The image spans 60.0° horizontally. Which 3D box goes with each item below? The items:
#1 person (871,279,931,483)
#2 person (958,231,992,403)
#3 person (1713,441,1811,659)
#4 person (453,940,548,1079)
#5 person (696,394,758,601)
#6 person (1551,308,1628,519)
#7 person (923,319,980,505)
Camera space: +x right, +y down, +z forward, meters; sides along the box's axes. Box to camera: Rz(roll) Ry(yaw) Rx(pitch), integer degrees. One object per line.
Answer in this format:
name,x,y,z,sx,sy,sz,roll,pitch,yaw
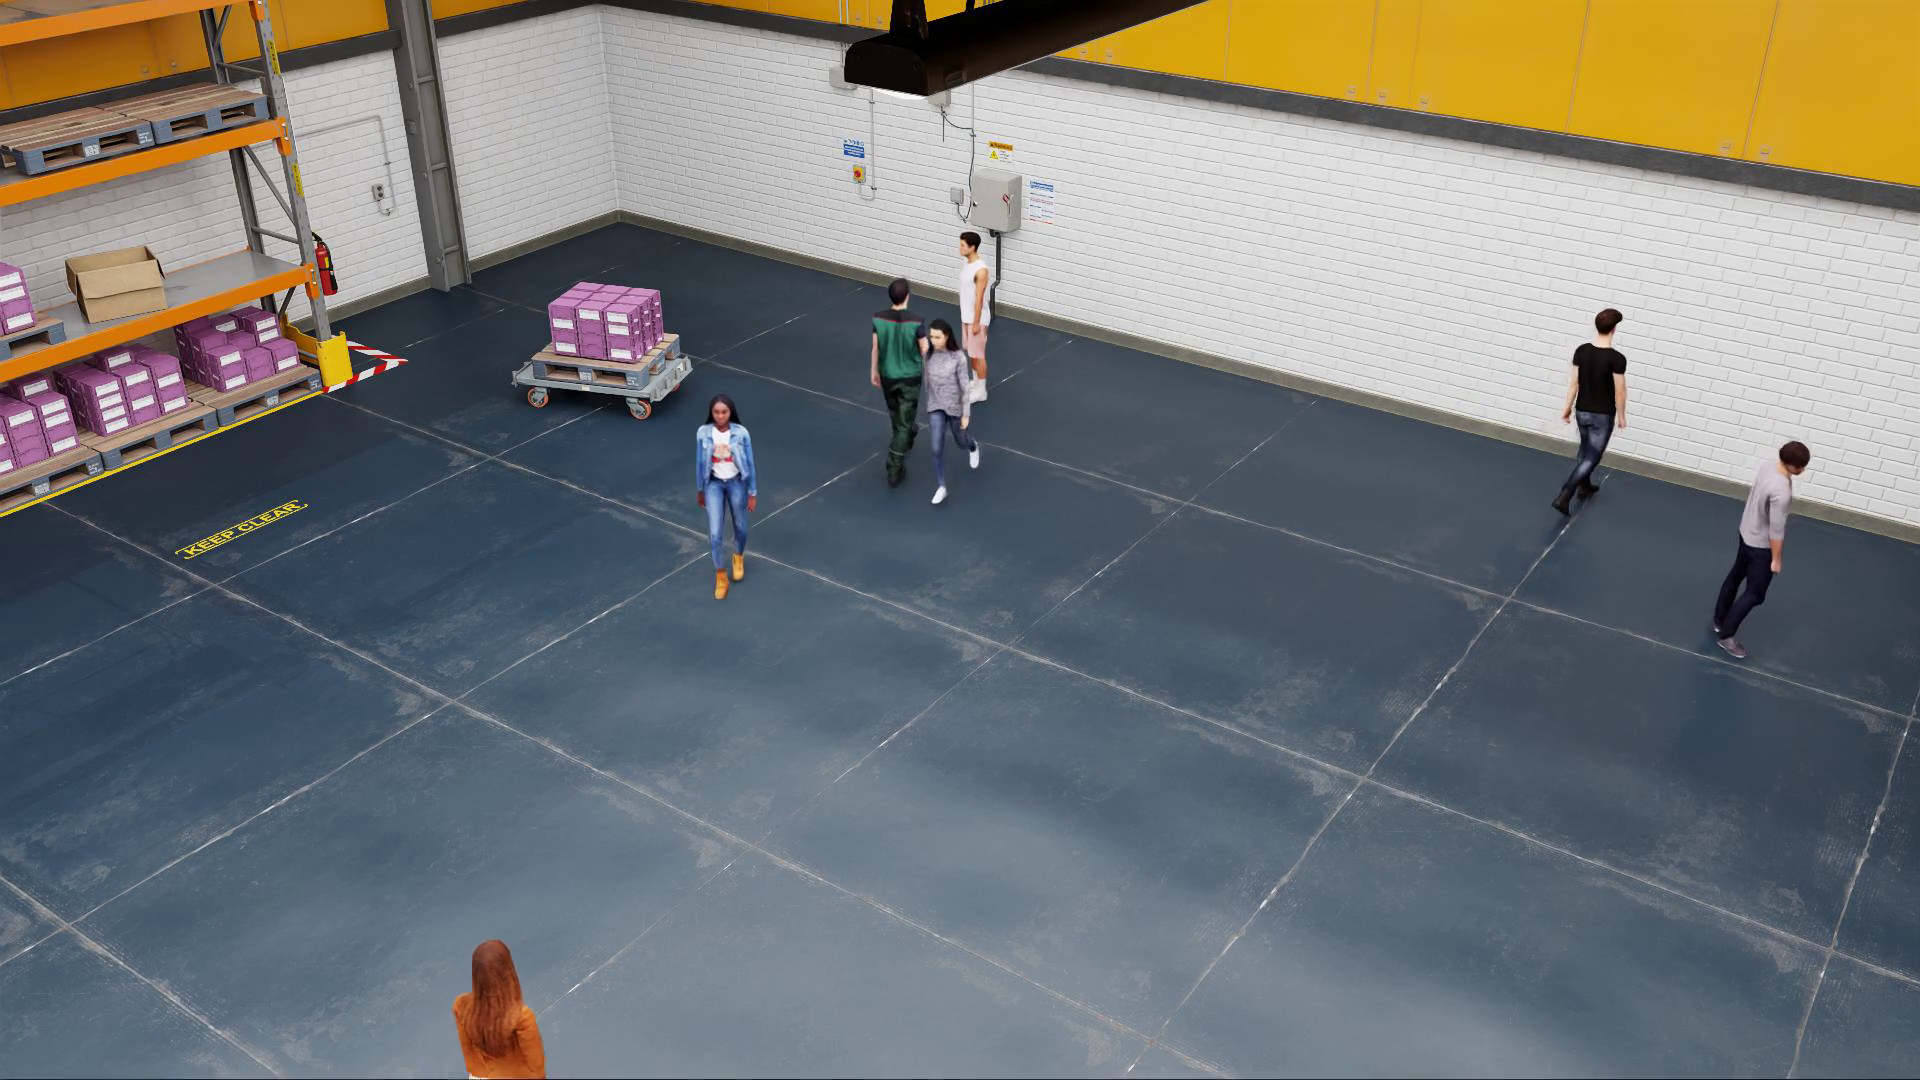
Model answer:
person,-0.562,-1.439,15.318,0.902,1.848,1.307,9,30,17
person,0.165,-2.288,16.942,0.766,1.783,0.727,-8,30,-14
person,6.090,-0.027,12.774,0.942,1.806,0.693,-2,29,-3
person,-2.195,2.678,7.917,0.763,1.707,0.835,6,29,10
person,-1.900,-0.432,13.636,0.932,1.691,1.015,-2,29,-4
person,5.555,-1.084,14.645,1.250,1.869,0.955,-19,34,-30
person,-0.083,-1.213,15.053,0.794,1.705,1.102,10,30,18
